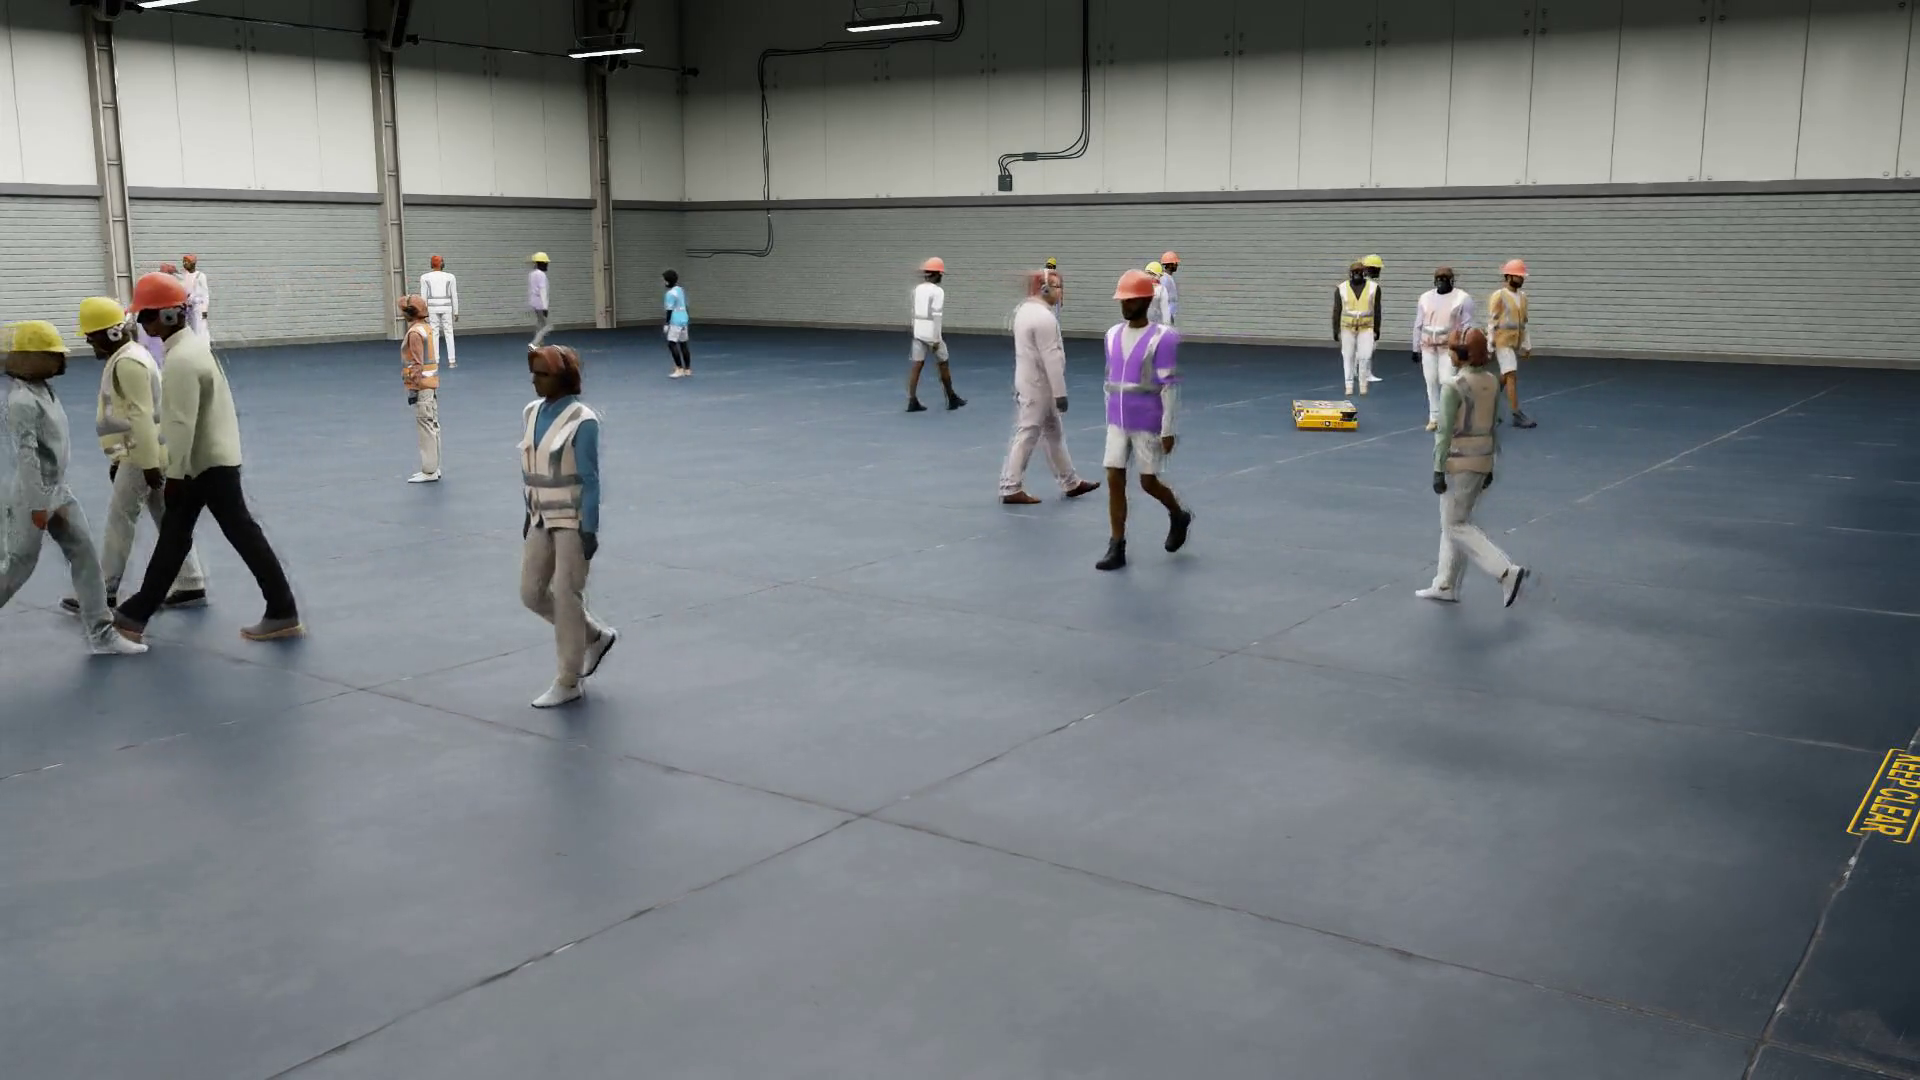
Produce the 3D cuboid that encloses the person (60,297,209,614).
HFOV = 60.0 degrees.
[{"bbox_3d":[-4.689,-0.461,9.307,0.836,1.772,0.608,-4,11,-21],"label":"person"}]

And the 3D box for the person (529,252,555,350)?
[{"bbox_3d":[-7.592,-4.266,30.219,0.421,1.916,0.605,-5,11,-26],"label":"person"}]

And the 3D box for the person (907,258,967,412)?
[{"bbox_3d":[-0.301,-2.544,20.662,0.959,1.890,0.557,-10,14,-44],"label":"person"}]

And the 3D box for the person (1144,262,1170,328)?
[{"bbox_3d":[2.626,-2.877,22.716,0.588,1.823,0.403,8,13,38],"label":"person"}]

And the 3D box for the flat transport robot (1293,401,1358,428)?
[{"bbox_3d":[4.181,-1.456,19.101,0.652,0.197,1.431,2,10,9],"label":"flat transport robot"}]

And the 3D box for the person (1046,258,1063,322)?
[{"bbox_3d":[1.921,-5.061,35.108,0.530,1.767,0.328,4,11,21],"label":"person"}]

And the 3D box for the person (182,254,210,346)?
[{"bbox_3d":[-13.276,-4.007,28.876,0.577,1.880,0.349,6,12,29],"label":"person"}]

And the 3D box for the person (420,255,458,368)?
[{"bbox_3d":[-8.661,-3.799,27.702,0.584,1.884,0.337,-3,11,-17],"label":"person"}]

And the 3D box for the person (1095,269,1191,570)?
[{"bbox_3d":[1.187,-0.782,10.734,0.548,1.916,0.796,9,13,41],"label":"person"}]

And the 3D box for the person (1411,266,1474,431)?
[{"bbox_3d":[5.320,-2.112,18.414,0.638,1.828,0.443,8,13,38],"label":"person"}]

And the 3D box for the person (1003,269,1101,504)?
[{"bbox_3d":[0.751,-1.218,13.302,0.933,1.865,0.673,-2,10,-9],"label":"person"}]

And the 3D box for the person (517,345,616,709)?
[{"bbox_3d":[-1.778,-0.071,7.519,0.530,1.626,0.437,9,14,42],"label":"person"}]

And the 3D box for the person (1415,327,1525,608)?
[{"bbox_3d":[2.920,-0.400,9.438,0.515,1.616,0.670,-9,14,-42],"label":"person"}]

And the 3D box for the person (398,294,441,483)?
[{"bbox_3d":[-4.701,-1.320,14.508,0.310,1.639,0.514,-1,10,-7],"label":"person"}]

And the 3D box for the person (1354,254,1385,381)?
[{"bbox_3d":[6.133,-3.333,25.023,0.450,1.909,0.603,0,10,2],"label":"person"}]

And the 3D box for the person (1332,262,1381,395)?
[{"bbox_3d":[5.403,-2.872,22.691,0.654,1.821,0.561,2,10,13],"label":"person"}]

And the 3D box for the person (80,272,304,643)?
[{"bbox_3d":[-3.970,-0.398,8.532,1.077,1.921,0.628,-4,11,-22],"label":"person"}]

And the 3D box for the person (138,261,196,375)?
[{"bbox_3d":[-9.359,-2.336,19.595,0.532,1.866,0.794,7,12,35],"label":"person"}]

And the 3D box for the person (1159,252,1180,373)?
[{"bbox_3d":[3.295,-3.576,26.296,0.343,1.942,0.548,3,10,14],"label":"person"}]

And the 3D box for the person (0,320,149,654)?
[{"bbox_3d":[-4.600,-0.229,8.214,0.860,1.710,0.493,-2,10,-11],"label":"person"}]

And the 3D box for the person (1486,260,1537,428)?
[{"bbox_3d":[6.284,-2.244,18.989,0.559,1.897,0.904,-7,12,-33],"label":"person"}]

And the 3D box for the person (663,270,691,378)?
[{"bbox_3d":[-4.380,-3.342,25.740,0.321,1.672,0.649,2,10,10],"label":"person"}]
